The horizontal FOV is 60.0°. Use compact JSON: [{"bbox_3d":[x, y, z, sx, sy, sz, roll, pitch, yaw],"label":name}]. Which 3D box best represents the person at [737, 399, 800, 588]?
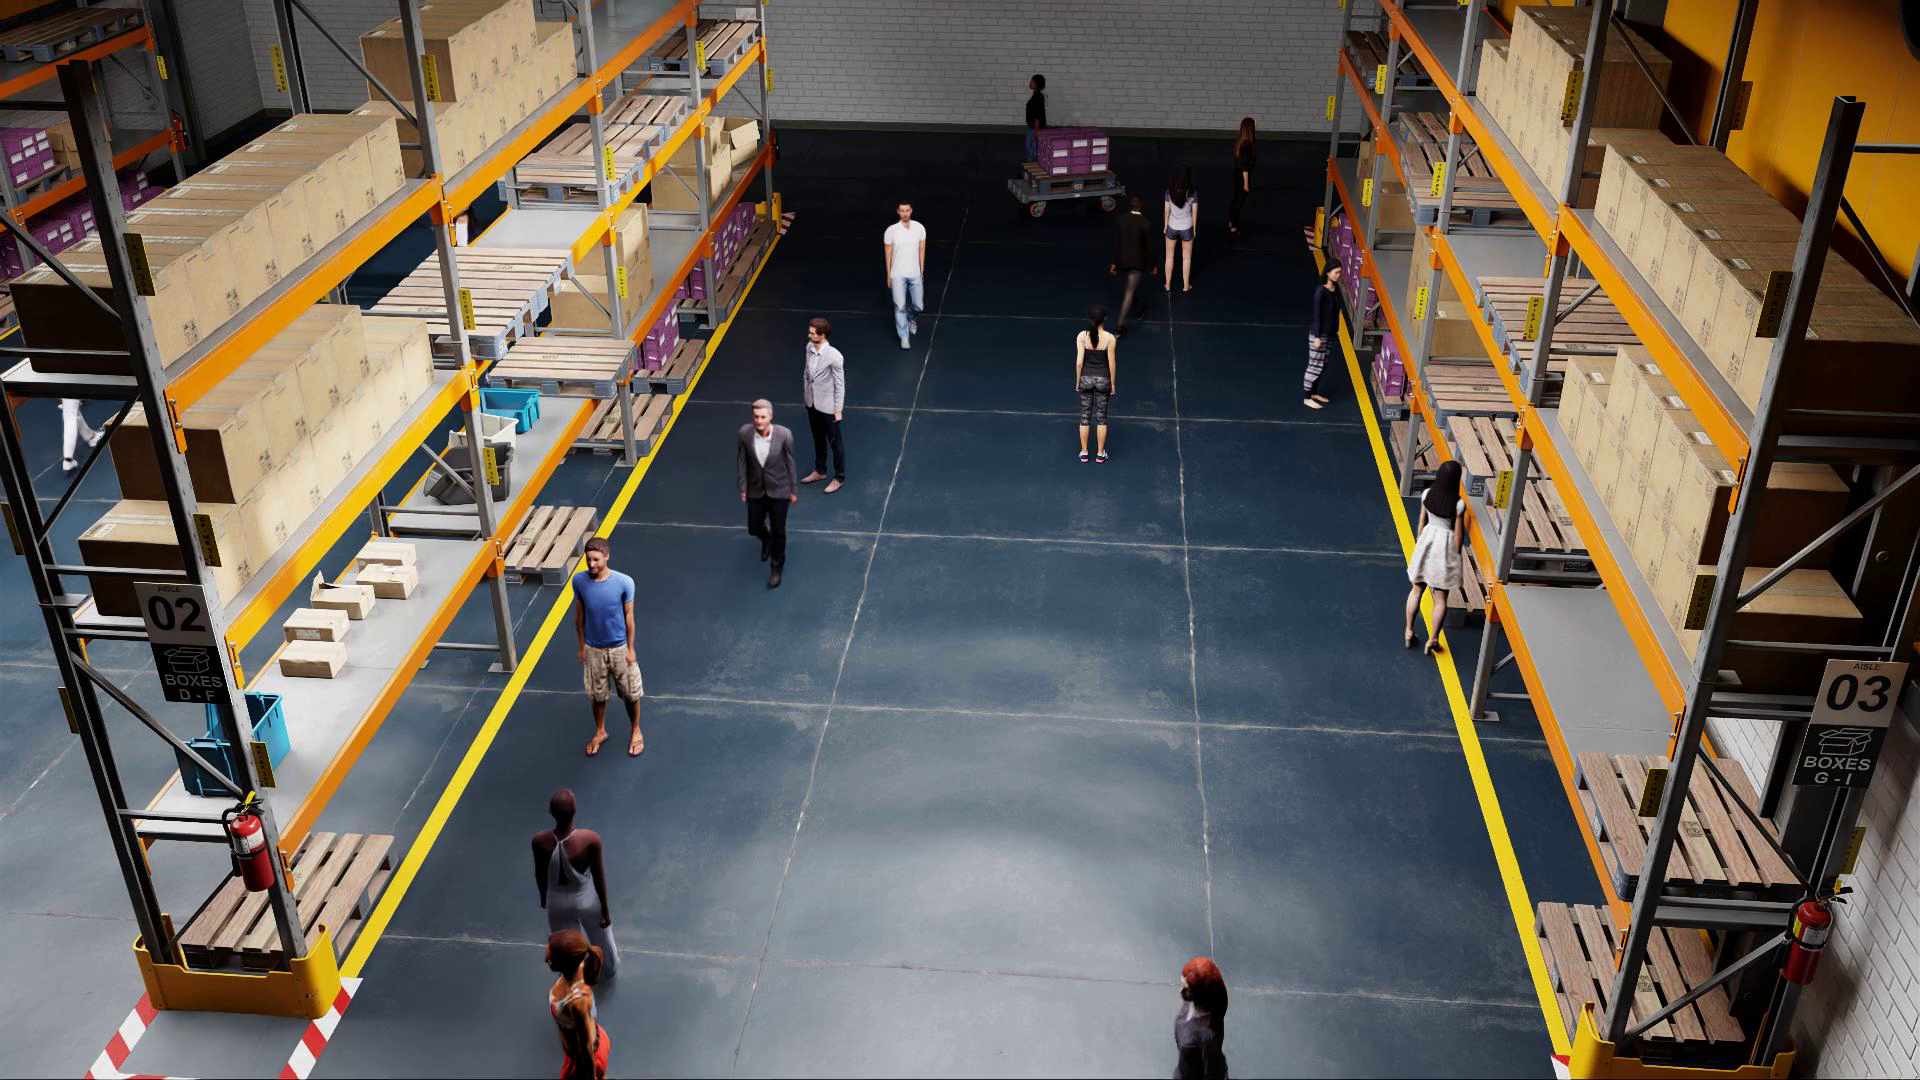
[{"bbox_3d":[-1.740,-0.496,15.235,0.744,1.822,0.842,2,29,3],"label":"person"}]

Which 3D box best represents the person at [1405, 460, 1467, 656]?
[{"bbox_3d":[4.048,0.139,14.128,0.783,1.769,0.821,23,36,35],"label":"person"}]

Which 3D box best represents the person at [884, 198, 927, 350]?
[{"bbox_3d":[-0.674,-3.279,20.310,0.805,1.848,0.944,-5,29,-9],"label":"person"}]

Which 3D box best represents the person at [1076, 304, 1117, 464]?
[{"bbox_3d":[1.408,-1.639,17.428,0.589,1.728,0.551,5,29,9],"label":"person"}]

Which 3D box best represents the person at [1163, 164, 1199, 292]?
[{"bbox_3d":[2.909,-4.137,22.033,0.628,1.706,0.579,7,29,13],"label":"person"}]

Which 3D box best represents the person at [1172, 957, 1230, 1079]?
[{"bbox_3d":[1.391,2.943,9.020,0.827,1.737,1.093,-3,29,-5],"label":"person"}]

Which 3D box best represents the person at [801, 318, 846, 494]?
[{"bbox_3d":[-1.365,-1.397,16.860,0.808,1.848,0.766,-25,38,-38],"label":"person"}]

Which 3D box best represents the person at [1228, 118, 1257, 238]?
[{"bbox_3d":[4.066,-5.257,24.079,0.674,1.711,0.500,-1,29,-1],"label":"person"}]

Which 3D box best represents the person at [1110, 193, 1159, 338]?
[{"bbox_3d":[2.094,-3.359,20.561,1.056,1.748,1.286,17,33,28],"label":"person"}]

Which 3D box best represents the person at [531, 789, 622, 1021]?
[{"bbox_3d":[-2.356,2.326,10.132,0.718,1.755,1.017,-3,29,-5],"label":"person"}]

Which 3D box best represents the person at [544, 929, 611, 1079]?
[{"bbox_3d":[-1.983,2.835,9.188,0.828,1.765,1.032,-6,29,-11],"label":"person"}]

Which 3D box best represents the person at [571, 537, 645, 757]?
[{"bbox_3d":[-2.716,0.797,12.822,0.653,1.864,0.571,1,29,1],"label":"person"}]

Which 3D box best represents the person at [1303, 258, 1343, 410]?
[{"bbox_3d":[4.074,-2.348,18.725,0.743,1.732,0.626,19,34,31],"label":"person"}]

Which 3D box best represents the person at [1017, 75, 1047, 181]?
[{"bbox_3d":[1.284,-6.523,26.430,0.822,1.682,0.937,-6,29,-12],"label":"person"}]
